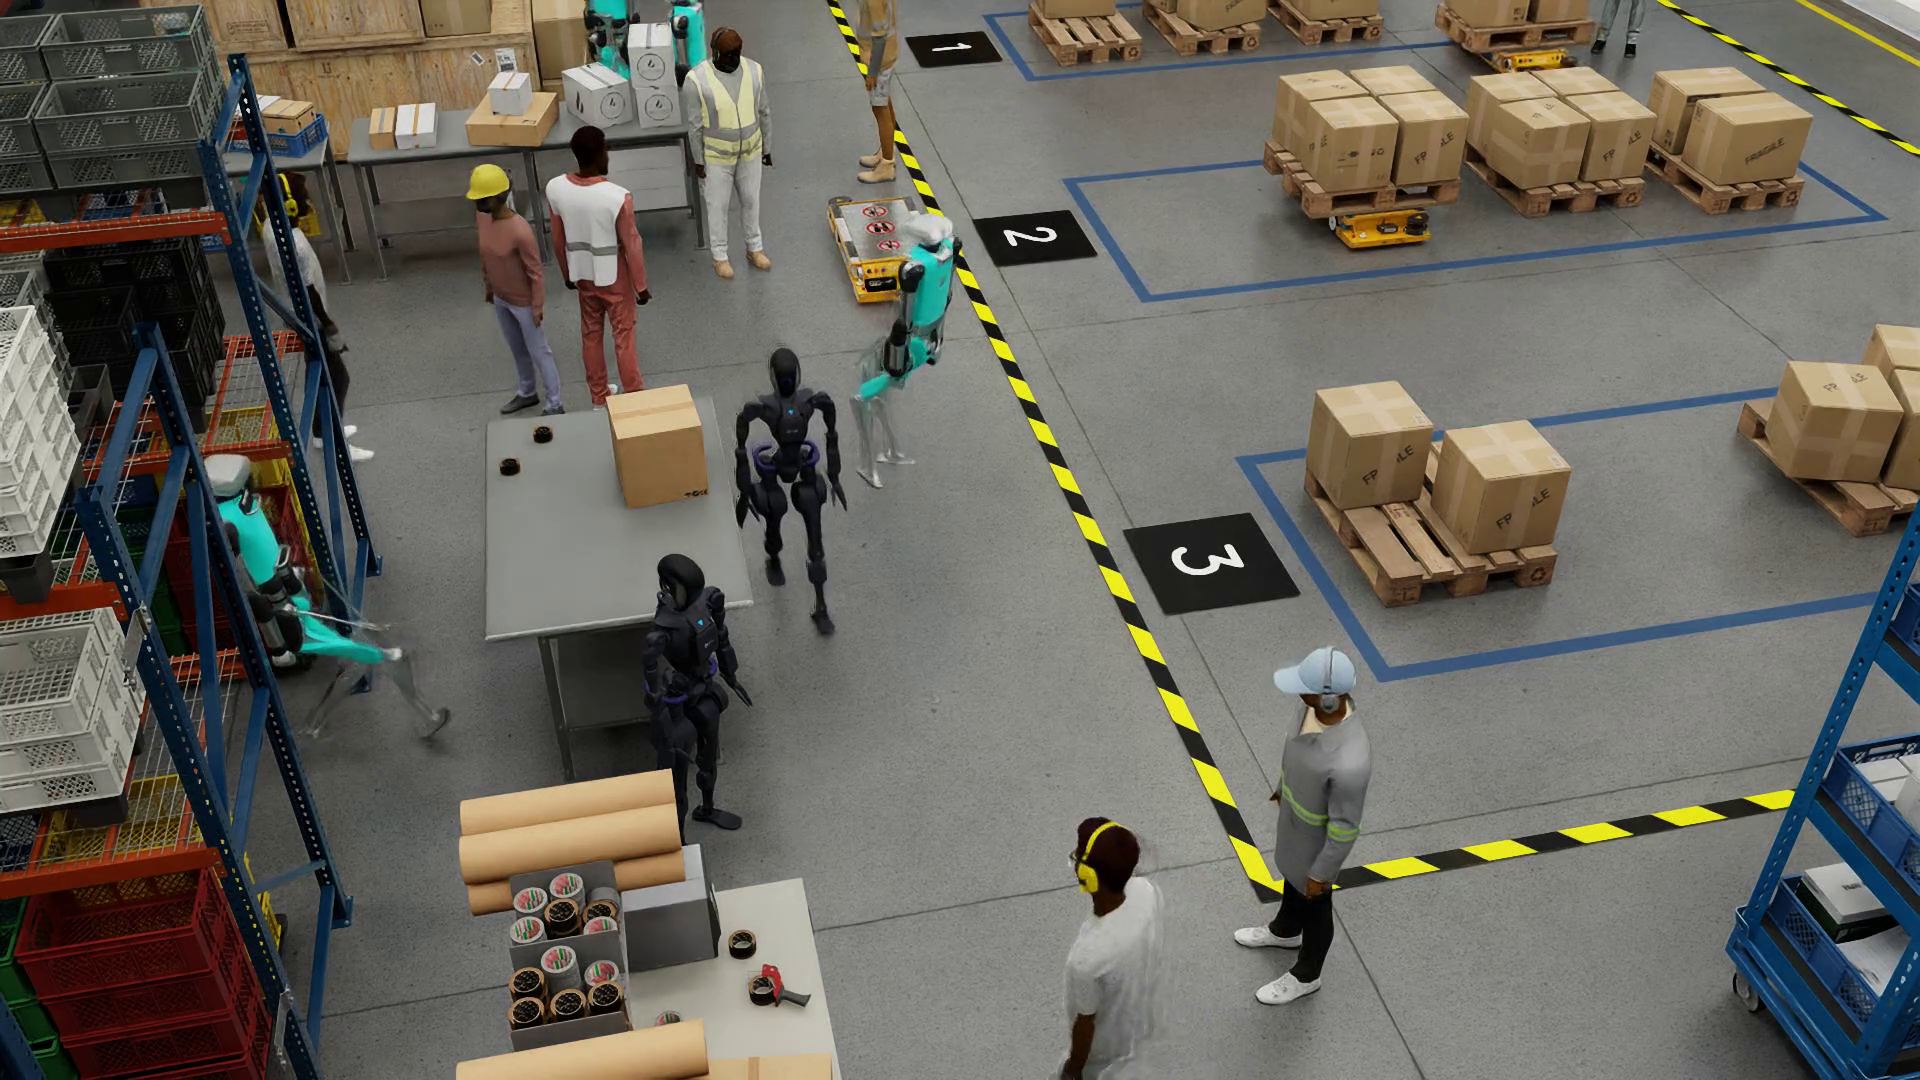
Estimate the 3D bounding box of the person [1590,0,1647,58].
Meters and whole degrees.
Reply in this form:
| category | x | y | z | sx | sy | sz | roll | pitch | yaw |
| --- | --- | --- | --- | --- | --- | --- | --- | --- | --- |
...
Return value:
| category | x | y | z | sx | sy | sz | roll | pitch | yaw |
| --- | --- | --- | --- | --- | --- | --- | --- | --- | --- |
| person | 6.349 | -5.459 | 15.578 | 0.589 | 1.835 | 0.404 | 14 | 39 | 18 |

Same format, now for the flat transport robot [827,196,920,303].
| category | x | y | z | sx | sy | sz | roll | pitch | yaw |
| --- | --- | --- | --- | --- | --- | --- | --- | --- | --- |
| flat transport robot | -0.570 | -2.220 | 12.538 | 0.659 | 0.231 | 1.431 | -8 | 37 | -10 |

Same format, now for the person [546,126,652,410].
| category | x | y | z | sx | sy | sz | roll | pitch | yaw |
| --- | --- | --- | --- | --- | --- | --- | --- | --- | --- |
| person | -2.236 | -1.646 | 10.386 | 0.592 | 1.915 | 0.374 | 12 | 38 | 16 |

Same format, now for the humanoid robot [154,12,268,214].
| category | x | y | z | sx | sy | sz | roll | pitch | yaw |
| --- | --- | --- | --- | --- | --- | --- | --- | --- | --- |
| humanoid robot | -5.495 | -3.152 | 12.585 | 0.796 | 1.802 | 0.538 | -13 | 39 | -16 |

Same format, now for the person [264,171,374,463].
| category | x | y | z | sx | sy | sz | roll | pitch | yaw |
| --- | --- | --- | --- | --- | --- | --- | --- | --- | --- |
| person | -3.904 | -1.324 | 10.009 | 0.348 | 1.859 | 0.515 | -26 | 44 | -31 |

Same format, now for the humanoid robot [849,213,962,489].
| category | x | y | z | sx | sy | sz | roll | pitch | yaw |
| --- | --- | --- | --- | --- | --- | --- | --- | --- | --- |
| humanoid robot | -0.404 | -1.150 | 9.885 | 0.790 | 1.780 | 0.544 | 20 | 41 | 25 |

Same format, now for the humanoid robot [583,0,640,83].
| category | x | y | z | sx | sy | sz | roll | pitch | yaw |
| --- | --- | --- | --- | --- | --- | --- | --- | --- | --- |
| humanoid robot | -2.963 | -3.877 | 13.622 | 0.558 | 1.863 | 0.795 | 16 | 40 | 20 |

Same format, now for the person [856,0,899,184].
| category | x | y | z | sx | sy | sz | roll | pitch | yaw |
| --- | --- | --- | --- | --- | --- | --- | --- | --- | --- |
| person | -0.673 | -3.851 | 13.243 | 0.366 | 2.047 | 0.605 | 1 | 37 | 2 |

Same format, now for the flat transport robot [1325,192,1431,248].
| category | x | y | z | sx | sy | sz | roll | pitch | yaw |
| --- | --- | --- | --- | --- | --- | --- | --- | --- | --- |
| flat transport robot | 3.134 | -2.740 | 13.213 | 0.652 | 0.197 | 1.431 | -8 | 37 | -10 |

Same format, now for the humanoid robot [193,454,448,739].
| category | x | y | z | sx | sy | sz | roll | pitch | yaw |
| --- | --- | --- | --- | --- | --- | --- | --- | --- | --- |
| humanoid robot | -2.923 | 0.330 | 7.920 | 0.984 | 1.774 | 0.543 | -6 | 37 | -8 |

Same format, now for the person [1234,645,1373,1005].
| category | x | y | z | sx | sy | sz | roll | pitch | yaw |
| --- | --- | --- | --- | --- | --- | --- | --- | --- | --- |
| person | 1.380 | 1.145 | 6.692 | 0.396 | 1.848 | 0.587 | -4 | 37 | -5 |

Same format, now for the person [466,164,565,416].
| category | x | y | z | sx | sy | sz | roll | pitch | yaw |
| --- | --- | --- | --- | --- | --- | --- | --- | --- | --- |
| person | -2.776 | -1.500 | 10.315 | 0.532 | 1.766 | 0.324 | 26 | 44 | 31 |

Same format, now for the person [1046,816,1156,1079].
| category | x | y | z | sx | sy | sz | roll | pitch | yaw |
| --- | --- | --- | --- | --- | --- | --- | --- | --- | --- |
| person | 0.506 | 1.758 | 5.874 | 0.503 | 1.833 | 0.578 | 18 | 40 | 22 |

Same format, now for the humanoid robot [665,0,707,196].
| category | x | y | z | sx | sy | sz | roll | pitch | yaw |
| --- | --- | --- | --- | --- | --- | --- | --- | --- | --- |
| humanoid robot | -2.337 | -3.477 | 13.062 | 0.819 | 1.846 | 0.547 | 6 | 37 | 7 |

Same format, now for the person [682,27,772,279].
| category | x | y | z | sx | sy | sz | roll | pitch | yaw |
| --- | --- | --- | --- | --- | --- | --- | --- | --- | --- |
| person | -1.638 | -2.797 | 12.007 | 0.629 | 1.835 | 0.429 | -18 | 40 | -23 |

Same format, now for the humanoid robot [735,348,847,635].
| category | x | y | z | sx | sy | sz | roll | pitch | yaw |
| --- | --- | --- | --- | --- | --- | --- | --- | --- | --- |
| humanoid robot | -0.908 | -0.306 | 8.825 | 0.609 | 1.621 | 0.793 | -11 | 38 | -15 |

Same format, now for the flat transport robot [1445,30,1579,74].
| category | x | y | z | sx | sy | sz | roll | pitch | yaw |
| --- | --- | --- | --- | --- | --- | --- | --- | --- | --- |
| flat transport robot | 5.258 | -4.710 | 15.860 | 0.652 | 0.197 | 1.431 | -8 | 37 | -10 |

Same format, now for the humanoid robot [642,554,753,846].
| category | x | y | z | sx | sy | sz | roll | pitch | yaw |
| --- | --- | --- | --- | --- | --- | --- | --- | --- | --- |
| humanoid robot | -1.181 | 0.736 | 7.375 | 0.315 | 1.653 | 0.599 | 20 | 41 | 24 |
